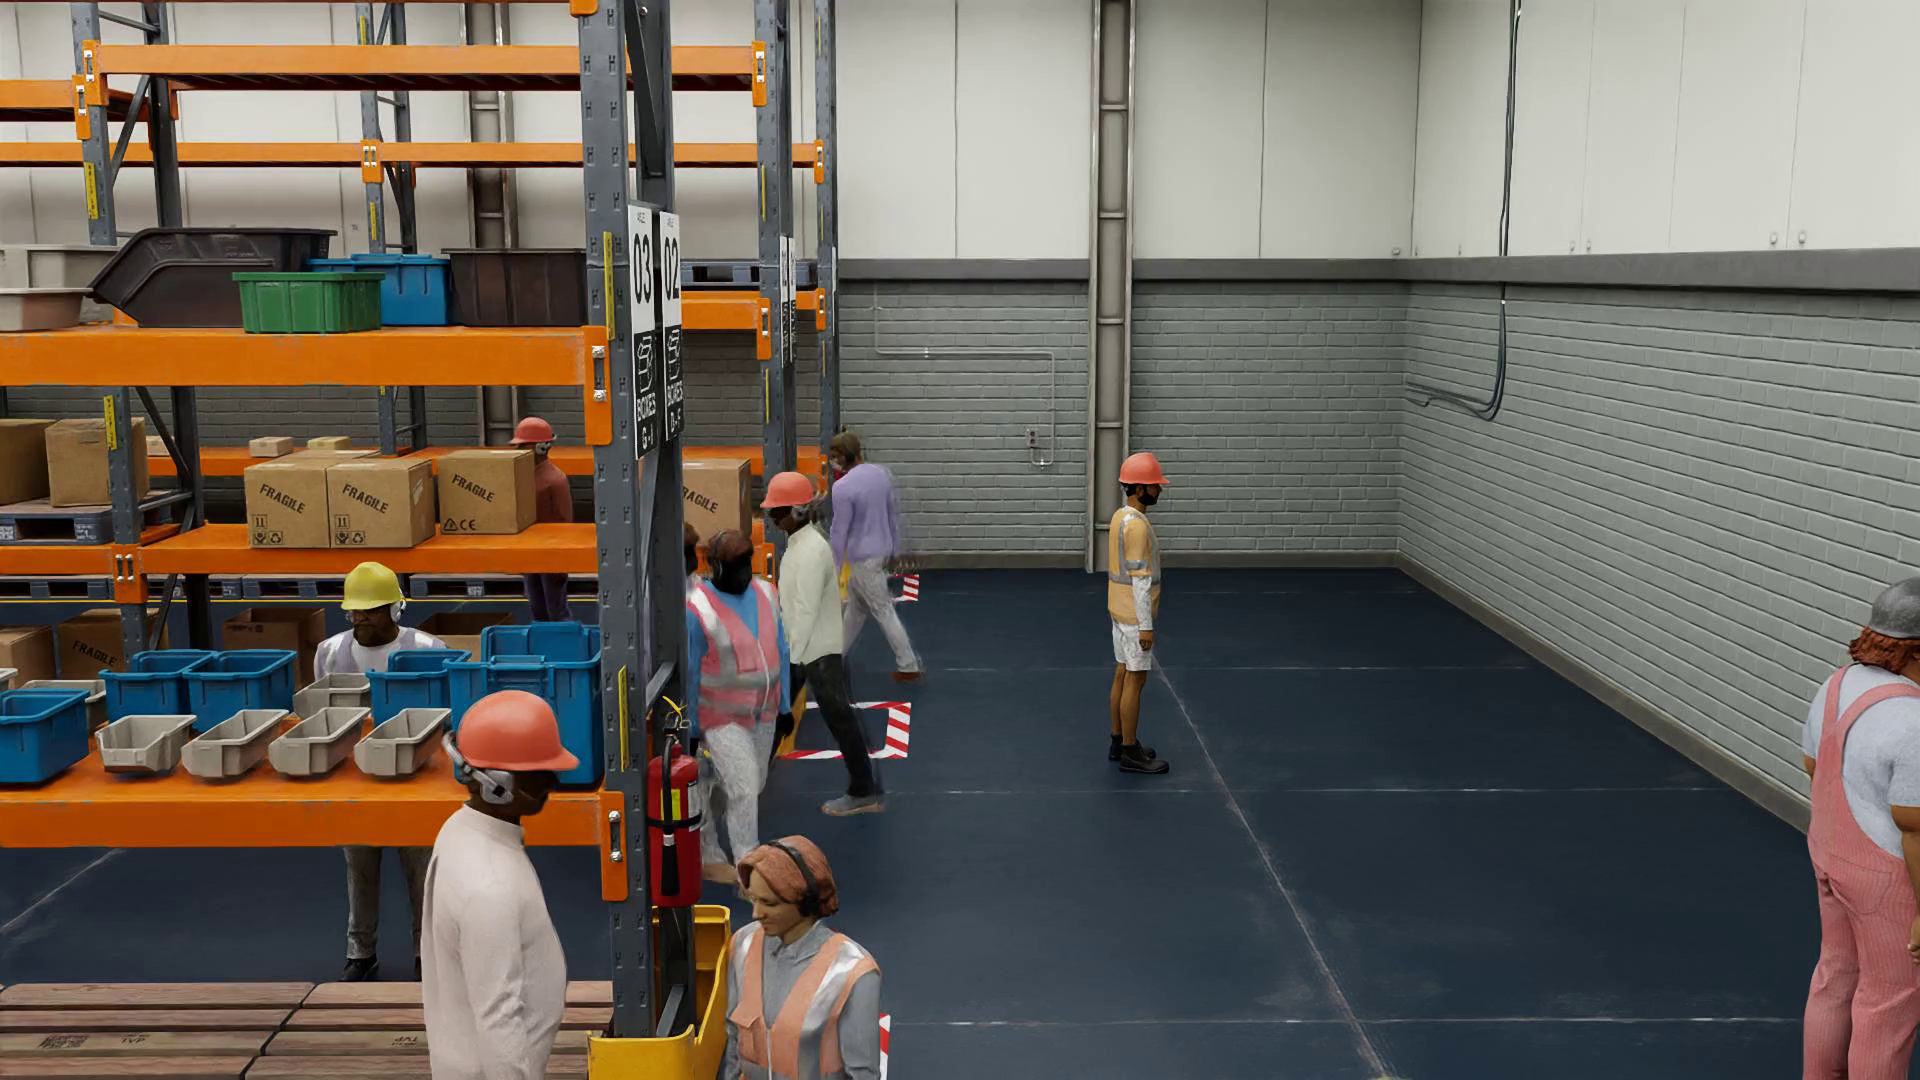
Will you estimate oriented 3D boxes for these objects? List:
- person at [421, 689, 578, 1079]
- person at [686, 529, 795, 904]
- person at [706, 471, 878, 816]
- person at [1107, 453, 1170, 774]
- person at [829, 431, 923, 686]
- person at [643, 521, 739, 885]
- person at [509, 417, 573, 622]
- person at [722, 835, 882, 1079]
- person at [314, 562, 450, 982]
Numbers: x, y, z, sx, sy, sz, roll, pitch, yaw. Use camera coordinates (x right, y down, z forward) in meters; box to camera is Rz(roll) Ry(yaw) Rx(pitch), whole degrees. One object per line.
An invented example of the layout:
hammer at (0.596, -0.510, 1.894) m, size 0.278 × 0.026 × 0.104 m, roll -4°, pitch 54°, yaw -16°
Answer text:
person at (-1.171, 1.354, 4.312) m, size 0.404 × 1.982 × 0.628 m, roll -3°, pitch 10°, yaw -20°
person at (-1.139, 0.822, 8.096) m, size 0.815 × 1.809 × 0.618 m, roll 7°, pitch 12°, yaw 37°
person at (-0.924, 0.593, 9.106) m, size 1.016 × 1.931 × 0.639 m, roll -3°, pitch 10°, yaw -18°
person at (1.077, 0.437, 10.059) m, size 0.357 × 1.938 × 0.545 m, roll -1°, pitch 9°, yaw -7°
person at (-0.720, 0.138, 12.110) m, size 1.029 × 1.863 × 0.694 m, roll 4°, pitch 10°, yaw 25°
person at (-1.446, 0.785, 8.345) m, size 0.855 × 1.812 × 0.635 m, roll 3°, pitch 10°, yaw 20°
person at (-2.973, 0.120, 11.830) m, size 0.394 × 1.994 × 0.612 m, roll -8°, pitch 13°, yaw -42°
person at (-0.397, 1.537, 4.252) m, size 0.528 × 1.630 × 0.319 m, roll 7°, pitch 12°, yaw 38°
person at (-2.420, 0.990, 6.990) m, size 0.600 × 1.830 × 0.404 m, roll -1°, pitch 9°, yaw -3°
